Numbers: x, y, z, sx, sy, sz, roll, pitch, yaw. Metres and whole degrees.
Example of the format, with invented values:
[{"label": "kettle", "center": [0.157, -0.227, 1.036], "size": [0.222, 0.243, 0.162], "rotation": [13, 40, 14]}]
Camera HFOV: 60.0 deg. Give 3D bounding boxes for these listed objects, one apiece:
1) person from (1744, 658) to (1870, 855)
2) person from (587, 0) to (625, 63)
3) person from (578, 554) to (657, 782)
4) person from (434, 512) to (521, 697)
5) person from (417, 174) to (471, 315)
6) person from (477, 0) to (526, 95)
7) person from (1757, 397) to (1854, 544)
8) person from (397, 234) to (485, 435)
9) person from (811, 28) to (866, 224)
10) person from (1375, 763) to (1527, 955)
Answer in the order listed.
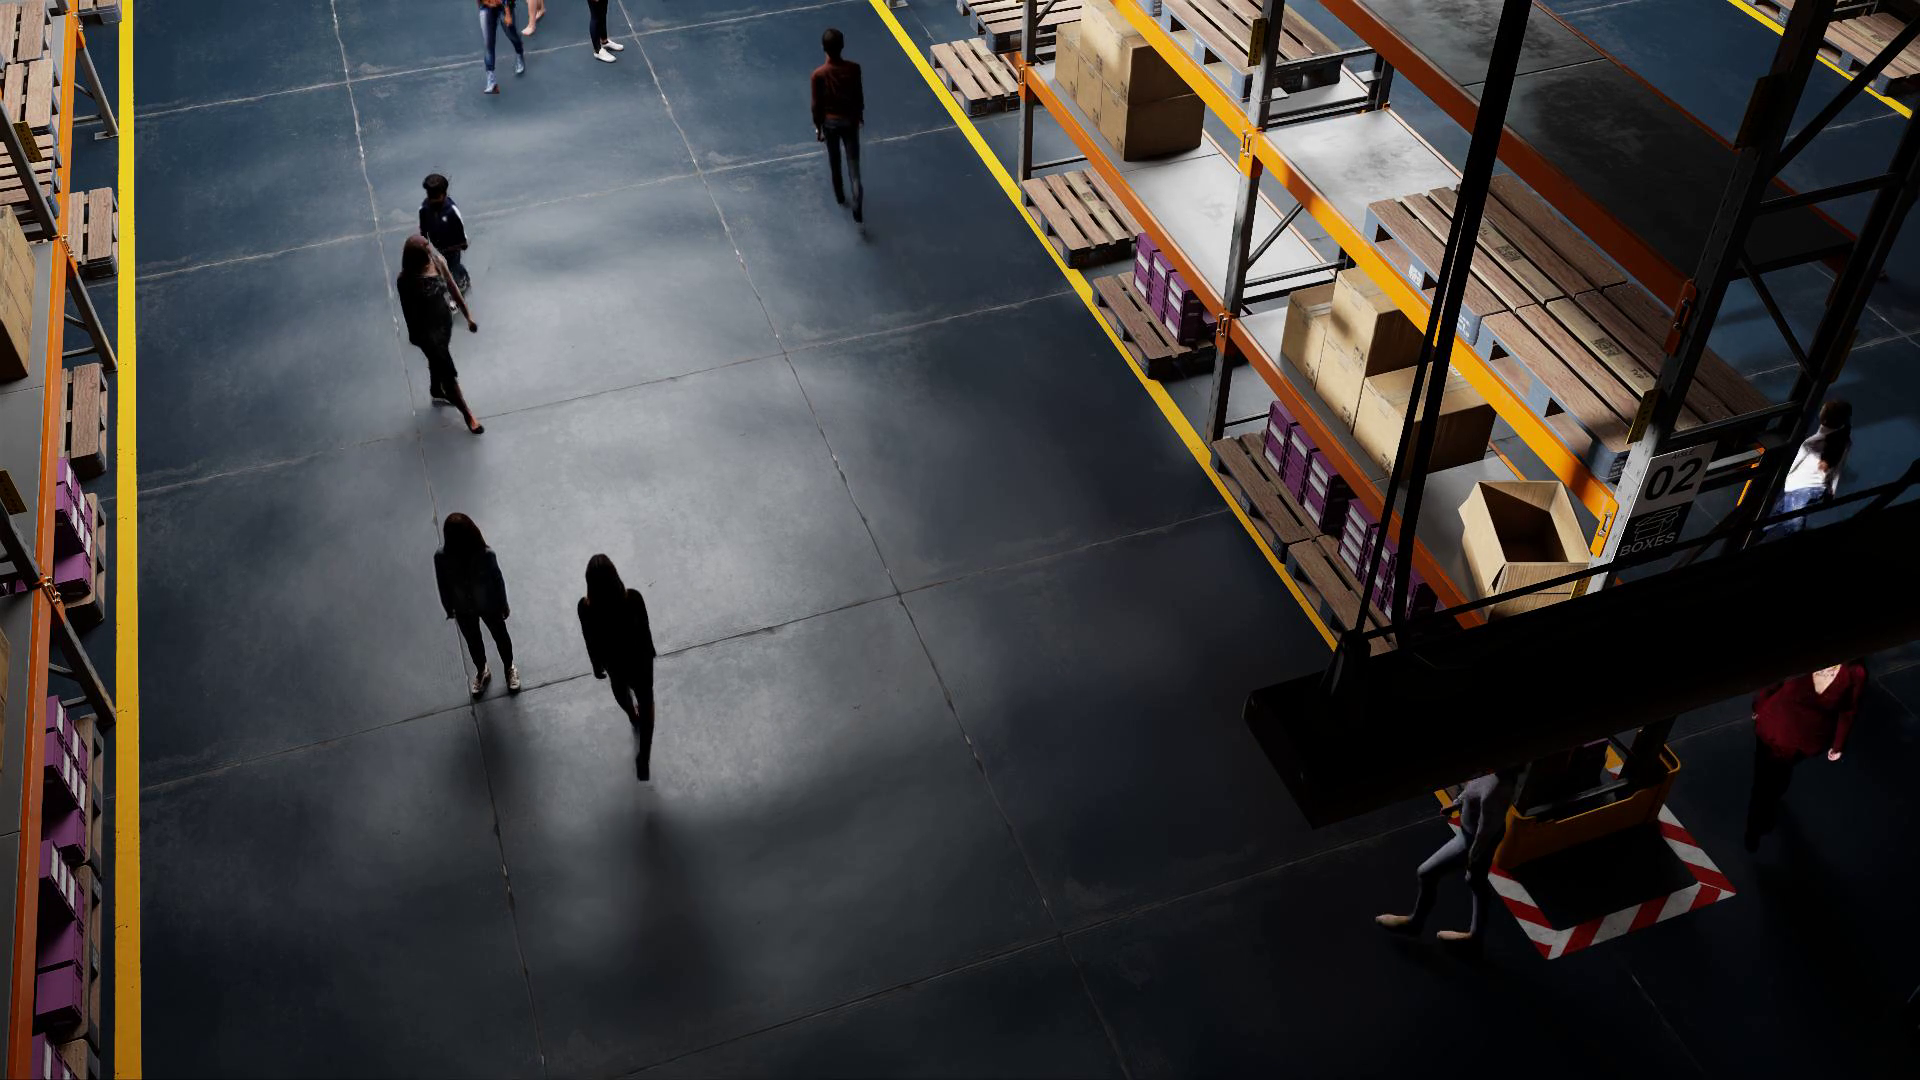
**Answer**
[{"label": "person", "center": [4.984, 1.031, 9.902], "size": [1.075, 1.706, 1.208], "rotation": [10, 44, 10]}, {"label": "person", "center": [-3.752, -5.756, 17.083], "size": [0.714, 1.629, 0.618], "rotation": [9, 44, 9]}, {"label": "person", "center": [-2.054, 0.782, 10.203], "size": [0.711, 1.654, 1.068], "rotation": [-5, 44, -5]}, {"label": "person", "center": [-3.114, 0.403, 10.728], "size": [0.602, 1.477, 0.567], "rotation": [-5, 44, -5]}, {"label": "person", "center": [-4.325, -2.561, 14.045], "size": [0.773, 1.193, 0.913], "rotation": [8, 44, 8]}, {"label": "person", "center": [-4.607, -5.330, 16.680], "size": [0.974, 1.568, 1.160], "rotation": [7, 44, 8]}, {"label": "person", "center": [5.820, -0.254, 11.398], "size": [0.673, 1.504, 1.143], "rotation": [-8, 44, -8]}, {"label": "person", "center": [-4.101, -1.667, 12.763], "size": [1.075, 1.667, 0.926], "rotation": [24, 49, 23]}, {"label": "person", "center": [-1.033, -3.655, 14.784], "size": [0.752, 1.759, 1.106], "rotation": [-8, 44, -9]}, {"label": "person", "center": [2.946, 1.671, 9.190], "size": [0.965, 1.763, 0.889], "rotation": [20, 47, 19]}]
